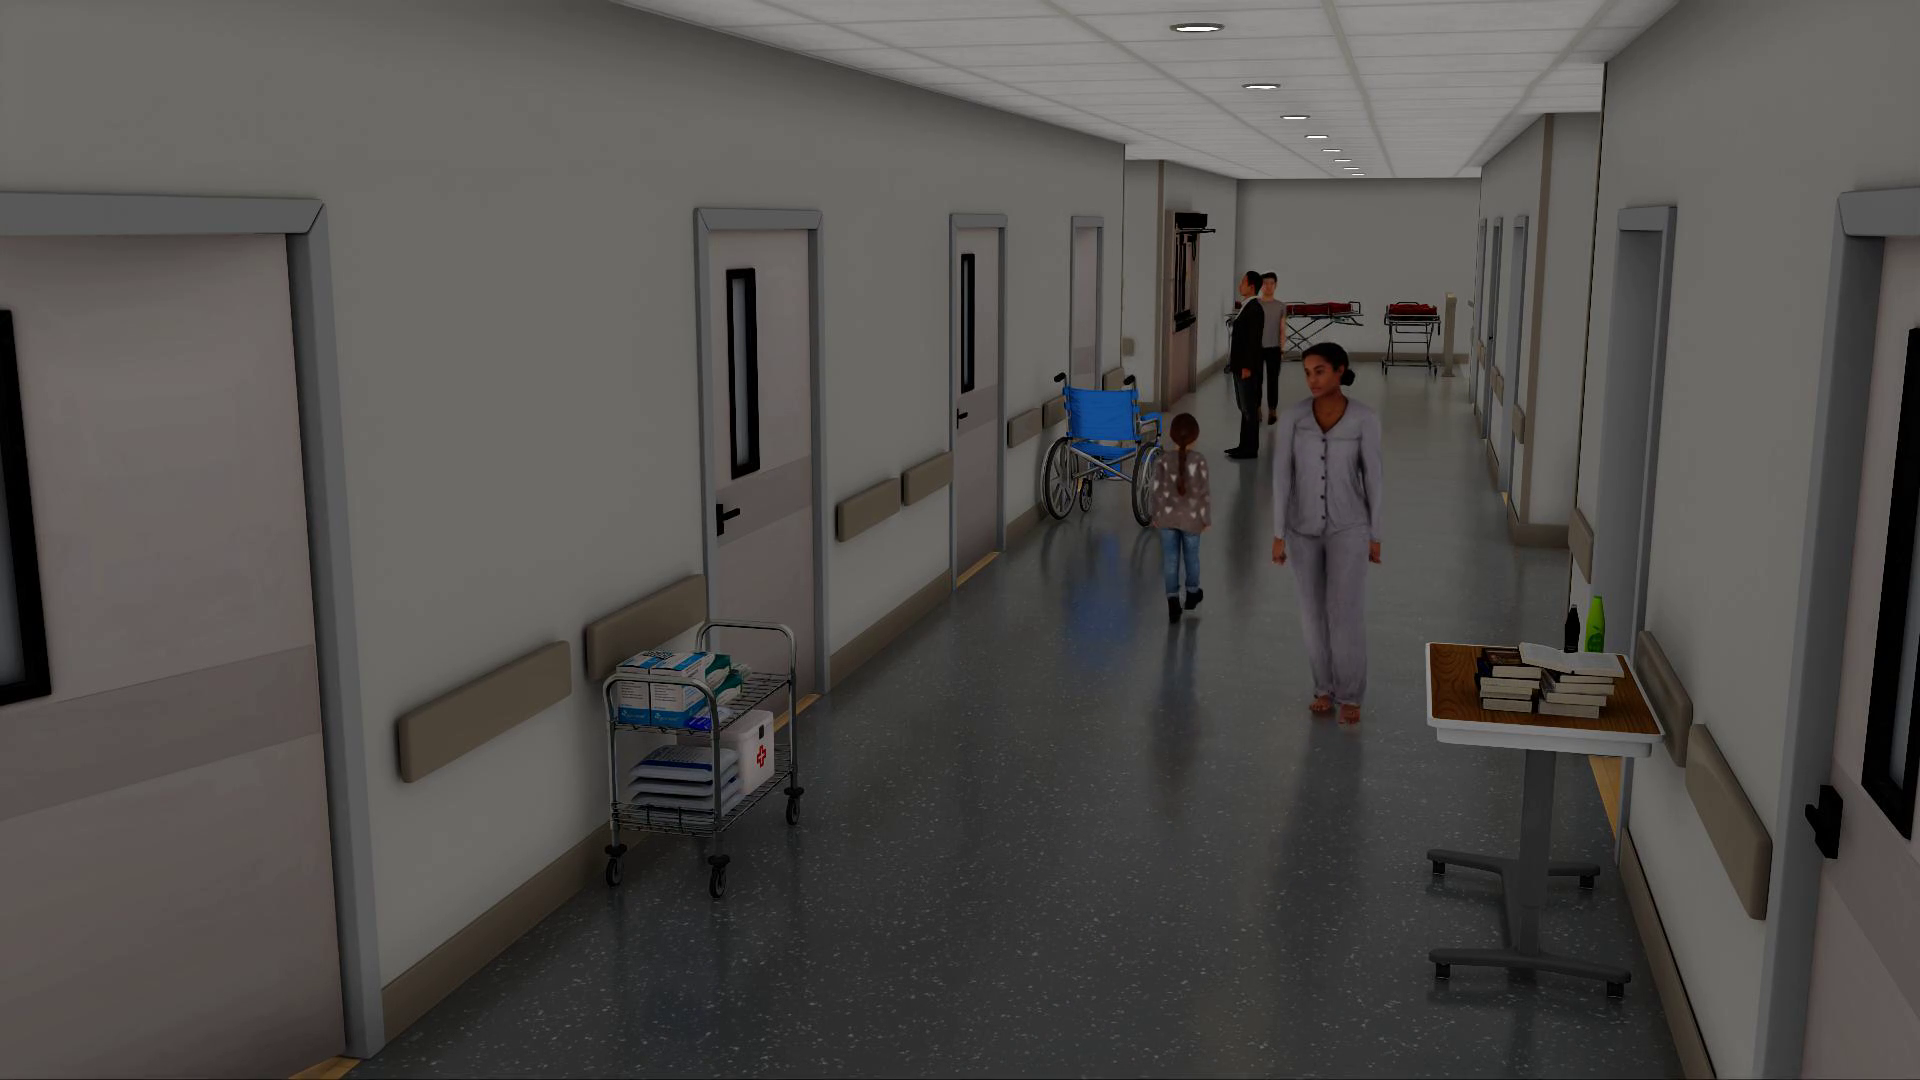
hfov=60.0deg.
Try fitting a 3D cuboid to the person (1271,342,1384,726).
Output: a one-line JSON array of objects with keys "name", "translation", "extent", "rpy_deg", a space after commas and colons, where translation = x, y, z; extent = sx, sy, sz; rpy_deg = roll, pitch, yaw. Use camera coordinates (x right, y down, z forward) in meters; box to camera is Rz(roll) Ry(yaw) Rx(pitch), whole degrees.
[{"name": "person", "translation": [1.704, -0.051, 7.695], "extent": [0.693, 1.712, 0.742], "rpy_deg": [4, 12, 21]}]

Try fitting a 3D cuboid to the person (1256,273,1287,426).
[{"name": "person", "translation": [3.435, -2.144, 18.800], "extent": [0.653, 1.684, 1.089], "rpy_deg": [2, 11, 10]}]

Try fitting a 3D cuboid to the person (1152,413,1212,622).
[{"name": "person", "translation": [1.252, -0.119, 9.479], "extent": [0.500, 1.180, 0.681], "rpy_deg": [3, 11, 14]}]

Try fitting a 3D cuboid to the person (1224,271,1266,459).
[{"name": "person", "translation": [2.801, -1.709, 16.187], "extent": [0.789, 1.805, 0.584], "rpy_deg": [0, 11, -1]}]
